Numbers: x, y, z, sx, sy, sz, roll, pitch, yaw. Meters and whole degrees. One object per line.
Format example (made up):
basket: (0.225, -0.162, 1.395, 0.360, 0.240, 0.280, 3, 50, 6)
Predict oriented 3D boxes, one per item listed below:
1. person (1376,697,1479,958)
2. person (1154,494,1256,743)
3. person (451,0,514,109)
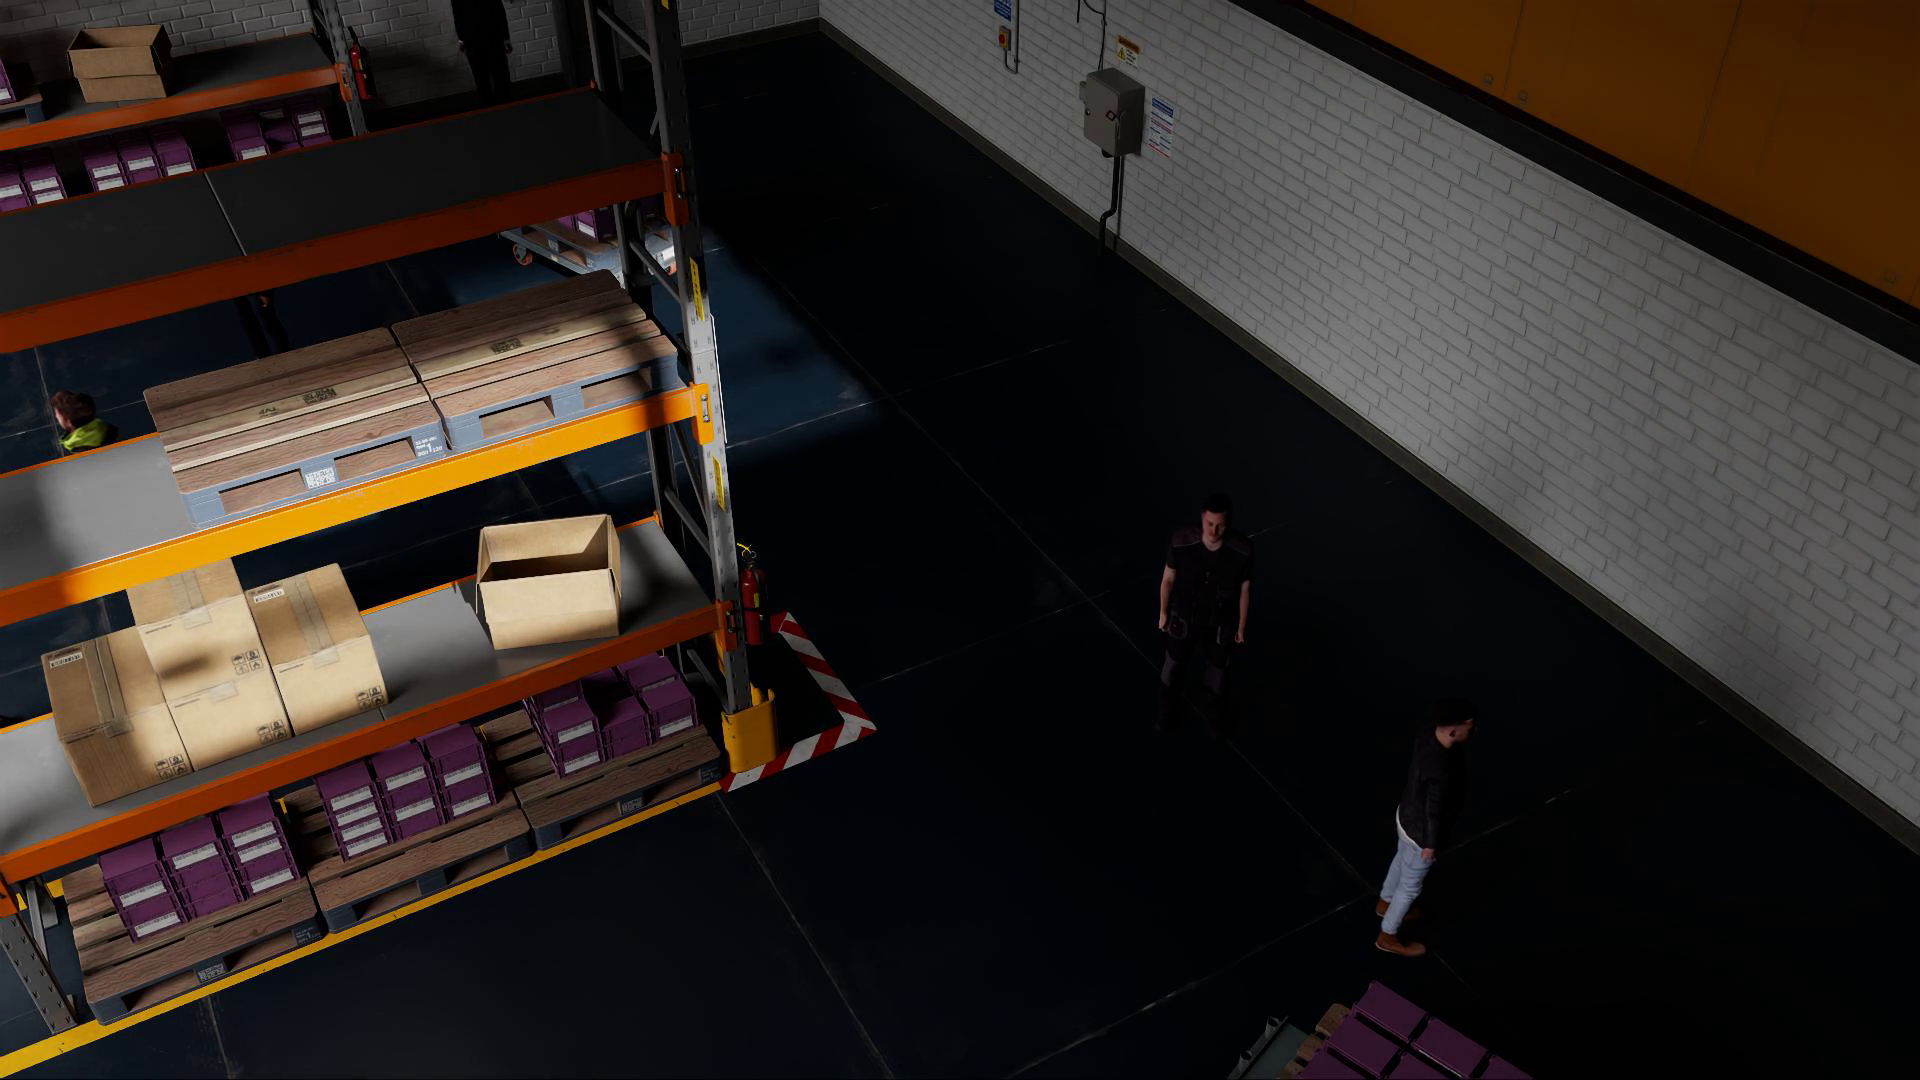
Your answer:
person: (2.452, 1.498, 8.841, 0.748, 1.830, 0.727, 3, 39, 4)
person: (1.484, 0.455, 10.136, 0.775, 1.844, 0.843, 8, 39, 10)
person: (-4.912, -5.169, 17.105, 0.953, 1.935, 0.983, 0, 39, -1)
